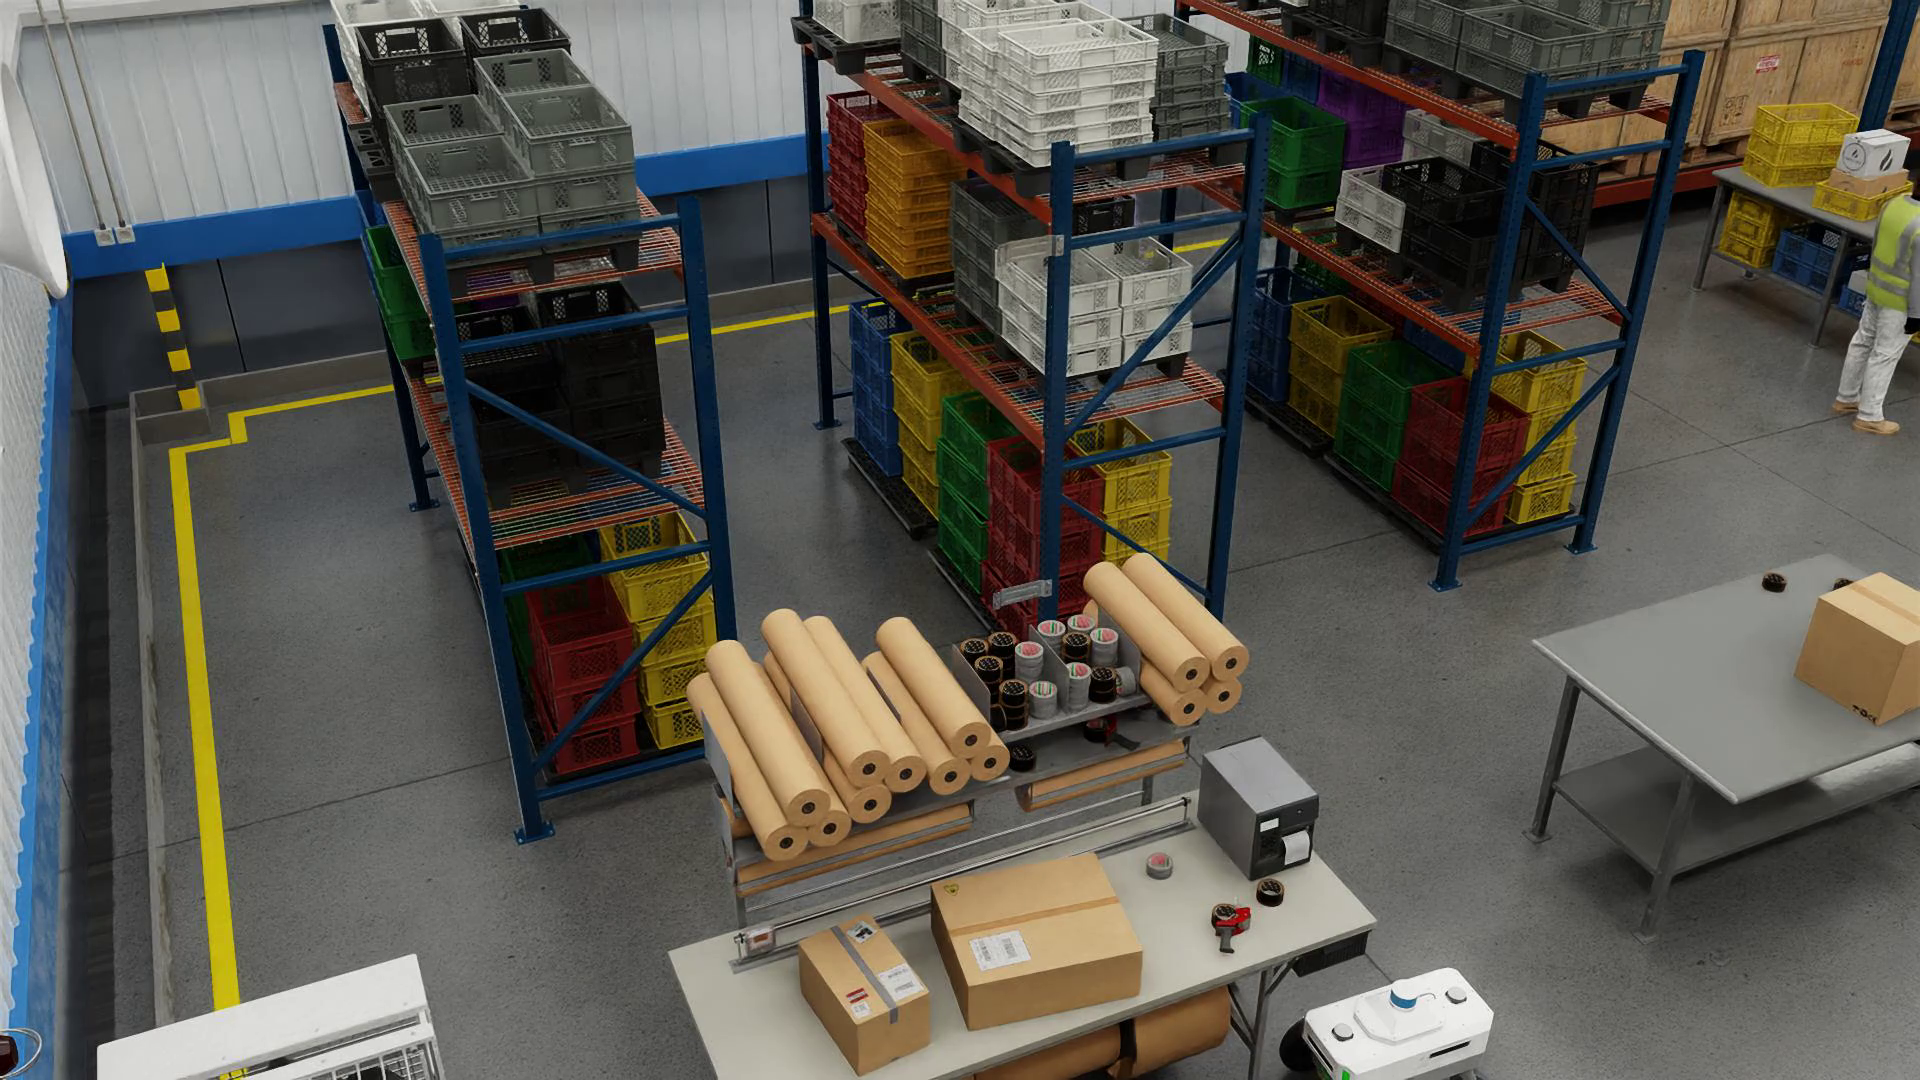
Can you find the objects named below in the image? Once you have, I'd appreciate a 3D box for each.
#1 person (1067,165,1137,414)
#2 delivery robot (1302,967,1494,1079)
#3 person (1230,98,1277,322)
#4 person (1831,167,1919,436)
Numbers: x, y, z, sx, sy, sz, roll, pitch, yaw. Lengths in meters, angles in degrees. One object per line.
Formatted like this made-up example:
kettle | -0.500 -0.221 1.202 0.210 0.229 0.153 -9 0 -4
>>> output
person | 0.898 -1.712 11.194 0.673 1.906 0.403 19 36 28
delivery robot | 1.702 1.918 6.474 0.707 0.478 0.477 -12 33 -18
person | 2.325 -2.565 12.588 0.410 1.883 0.582 -7 32 -12
person | 6.250 -1.612 11.076 0.429 1.845 0.624 0 32 -1
